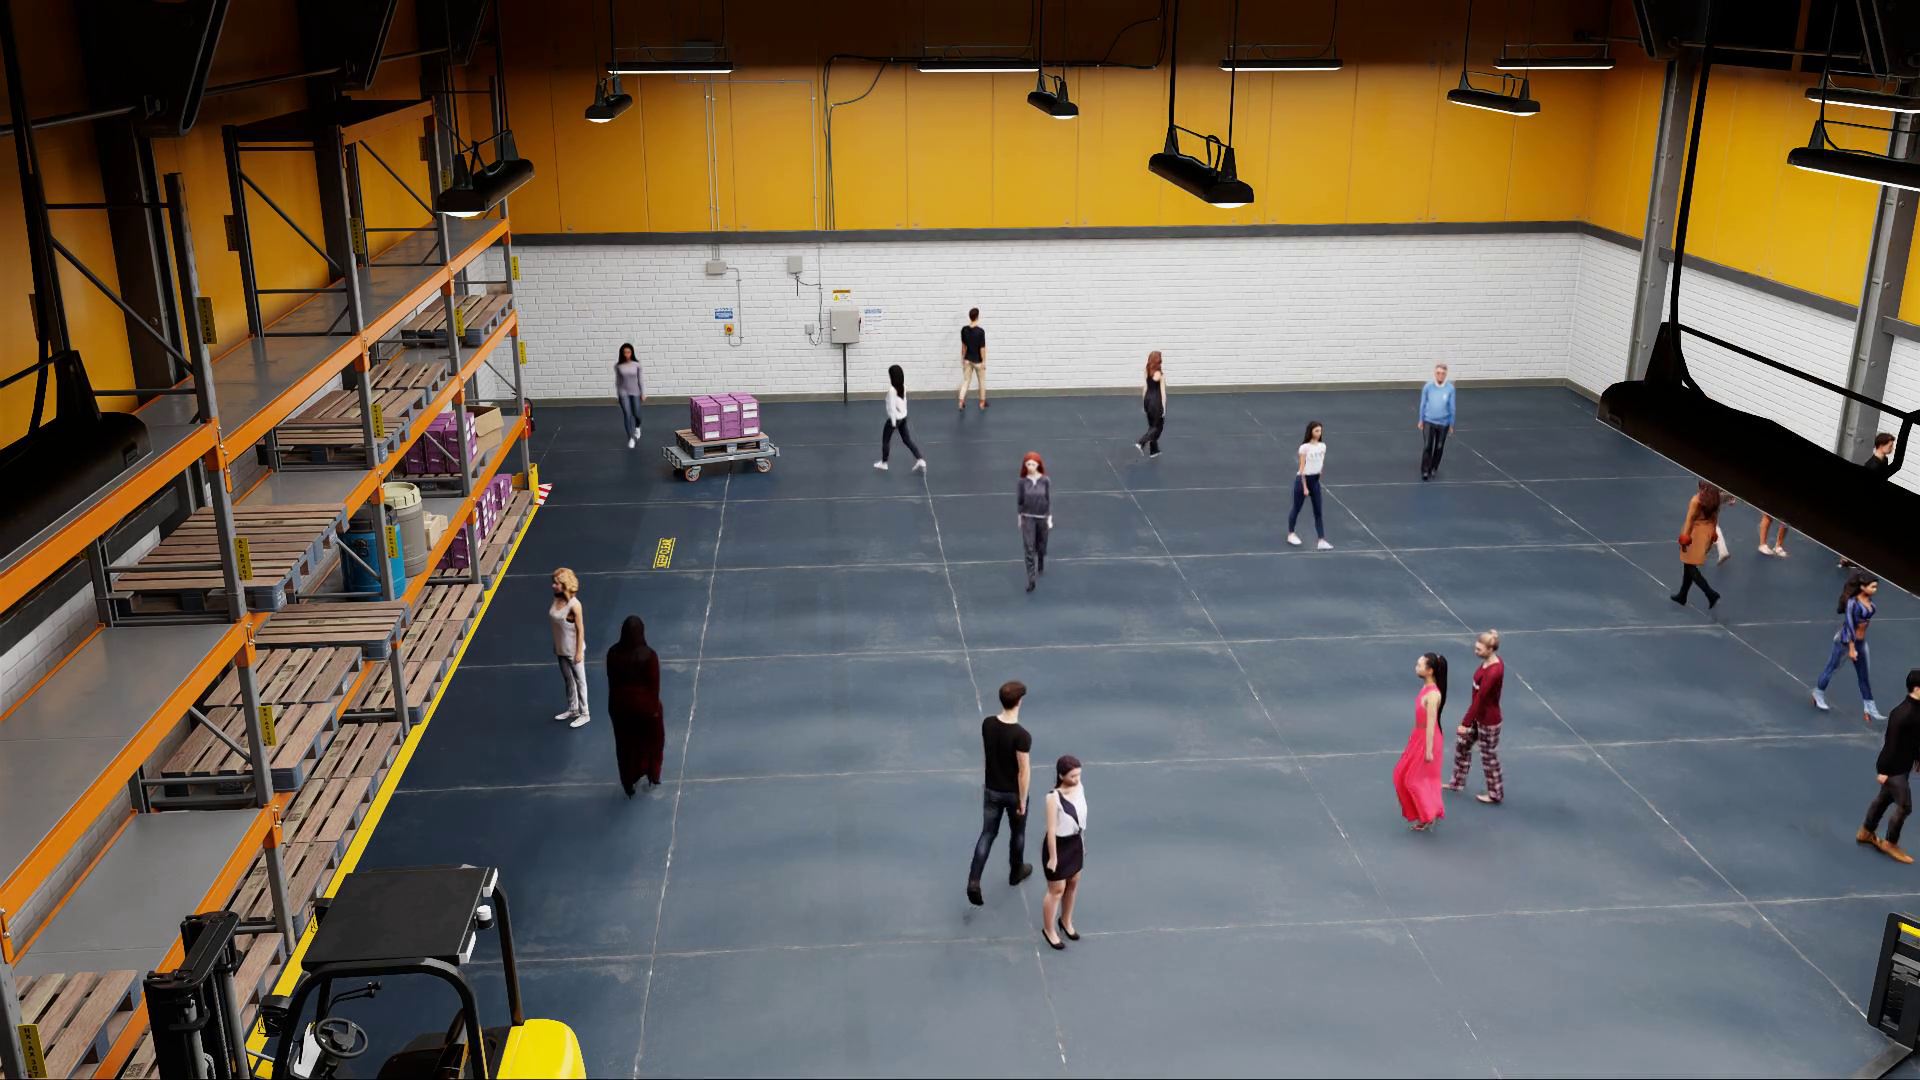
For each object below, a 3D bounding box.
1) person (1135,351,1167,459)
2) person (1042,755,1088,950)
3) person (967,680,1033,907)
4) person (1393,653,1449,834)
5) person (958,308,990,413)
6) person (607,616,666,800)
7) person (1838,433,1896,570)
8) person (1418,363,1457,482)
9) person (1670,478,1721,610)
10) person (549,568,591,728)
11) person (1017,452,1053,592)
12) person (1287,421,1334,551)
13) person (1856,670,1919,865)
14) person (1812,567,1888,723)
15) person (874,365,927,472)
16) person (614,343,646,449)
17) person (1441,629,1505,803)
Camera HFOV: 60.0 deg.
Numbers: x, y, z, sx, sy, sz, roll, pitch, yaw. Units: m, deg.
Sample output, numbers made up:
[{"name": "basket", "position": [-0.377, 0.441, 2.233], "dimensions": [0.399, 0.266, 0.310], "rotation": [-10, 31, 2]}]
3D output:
[{"name": "person", "position": [2.986, -2.091, 26.142], "dimensions": [0.951, 1.727, 0.975], "rotation": [18, 25, 42]}, {"name": "person", "position": [0.797, 2.405, 12.920], "dimensions": [0.693, 1.644, 0.638], "rotation": [16, 25, 40]}, {"name": "person", "position": [0.310, 2.077, 13.539], "dimensions": [1.124, 1.872, 1.275], "rotation": [11, 22, 30]}, {"name": "person", "position": [4.183, 1.803, 14.602], "dimensions": [0.804, 1.711, 0.745], "rotation": [5, 19, 16]}, {"name": "person", "position": [0.196, -3.098, 28.976], "dimensions": [1.017, 1.826, 1.186], "rotation": [9, 21, 24]}, {"name": "person", "position": [-3.014, 1.571, 15.242], "dimensions": [0.721, 1.742, 0.727], "rotation": [1, 19, 3]}, {"name": "person", "position": [11.508, -0.476, 21.174], "dimensions": [1.095, 1.837, 1.067], "rotation": [12, 22, 33]}, {"name": "person", "position": [7.234, -1.808, 25.214], "dimensions": [0.951, 1.782, 1.196], "rotation": [6, 19, 16]}, {"name": "person", "position": [8.856, 0.047, 19.831], "dimensions": [0.862, 1.703, 1.083], "rotation": [-7, 20, -20]}, {"name": "person", "position": [-3.939, 1.069, 16.848], "dimensions": [0.669, 1.670, 0.740], "rotation": [17, 25, 41]}, {"name": "person", "position": [0.933, -0.258, 20.651], "dimensions": [0.695, 1.757, 0.919], "rotation": [2, 19, 6]}, {"name": "person", "position": [4.553, -0.736, 22.106], "dimensions": [0.811, 1.735, 1.107], "rotation": [-8, 20, -21]}, {"name": "person", "position": [8.004, 1.898, 14.329], "dimensions": [0.917, 1.707, 0.857], "rotation": [17, 25, 41]}, {"name": "person", "position": [9.036, 1.056, 17.028], "dimensions": [0.888, 1.578, 1.099], "rotation": [-10, 21, -27]}, {"name": "person", "position": [-0.875, -1.823, 25.449], "dimensions": [1.079, 1.661, 1.140], "rotation": [10, 21, 28]}, {"name": "person", "position": [-5.369, -2.365, 26.978], "dimensions": [0.629, 1.713, 0.798], "rotation": [-3, 19, -7]}, {"name": "person", "position": [4.877, 1.629, 15.156], "dimensions": [0.809, 1.688, 0.837], "rotation": [3, 19, 9]}]
